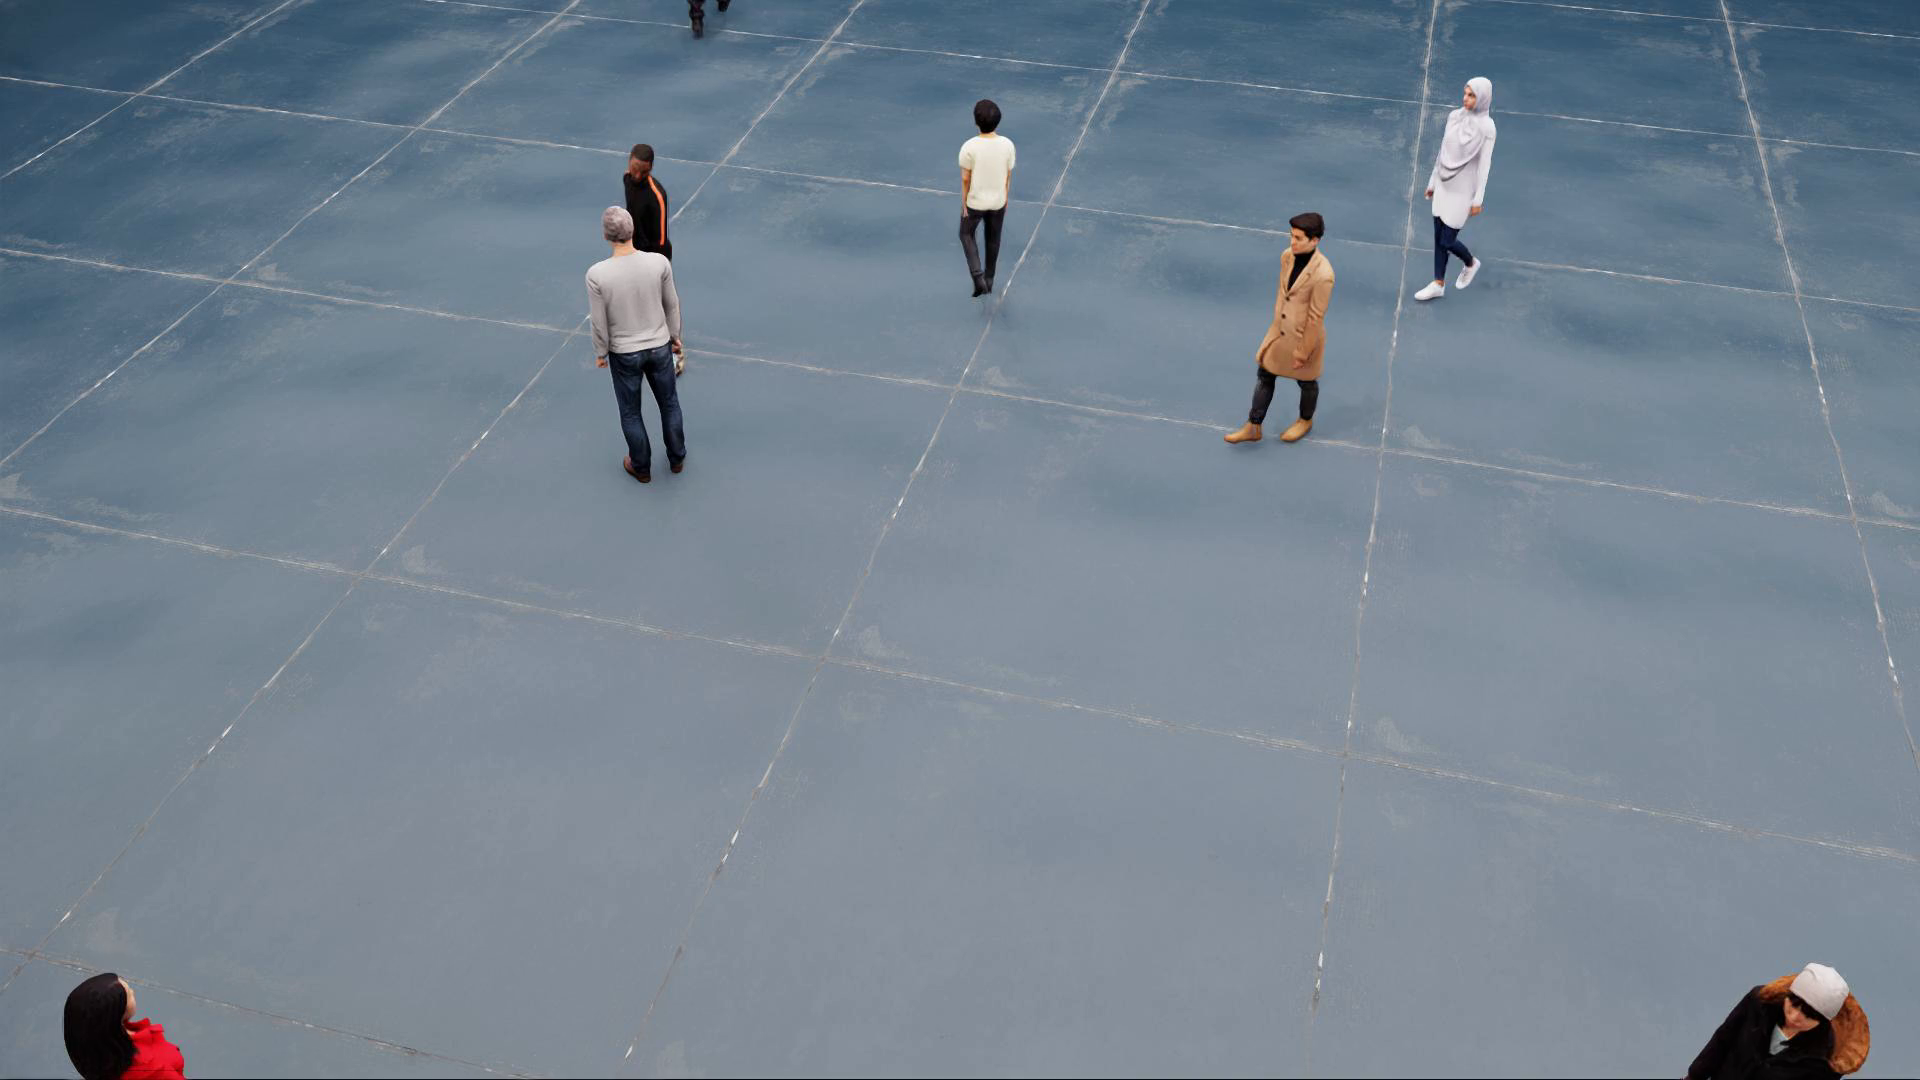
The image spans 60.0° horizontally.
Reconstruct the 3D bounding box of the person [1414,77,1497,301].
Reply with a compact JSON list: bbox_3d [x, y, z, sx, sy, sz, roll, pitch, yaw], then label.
[{"bbox_3d":[3.783,-2.623,12.476,0.891,1.765,0.840,-16,41,-20],"label":"person"}]

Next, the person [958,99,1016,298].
[{"bbox_3d":[0.199,-2.523,12.497,0.752,1.584,0.825,-8,39,-11],"label":"person"}]

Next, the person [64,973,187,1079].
[{"bbox_3d":[-3.047,2.308,6.228,0.804,1.698,1.160,18,42,22],"label":"person"}]

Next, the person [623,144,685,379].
[{"bbox_3d":[-2.157,-2.019,11.688,0.864,1.786,0.850,-16,41,-19],"label":"person"}]

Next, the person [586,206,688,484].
[{"bbox_3d":[-2.036,-1.221,10.576,0.830,1.899,0.866,-16,41,-19],"label":"person"}]

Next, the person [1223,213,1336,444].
[{"bbox_3d":[2.295,-1.387,10.945,1.045,1.705,0.987,-20,42,-24],"label":"person"}]

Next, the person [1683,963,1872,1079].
[{"bbox_3d":[3.135,2.155,6.496,1.094,1.609,1.051,-18,41,-21],"label":"person"}]

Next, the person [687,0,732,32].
[{"bbox_3d":[-2.643,-6.070,16.861,0.829,1.792,1.255,4,38,5],"label":"person"}]
